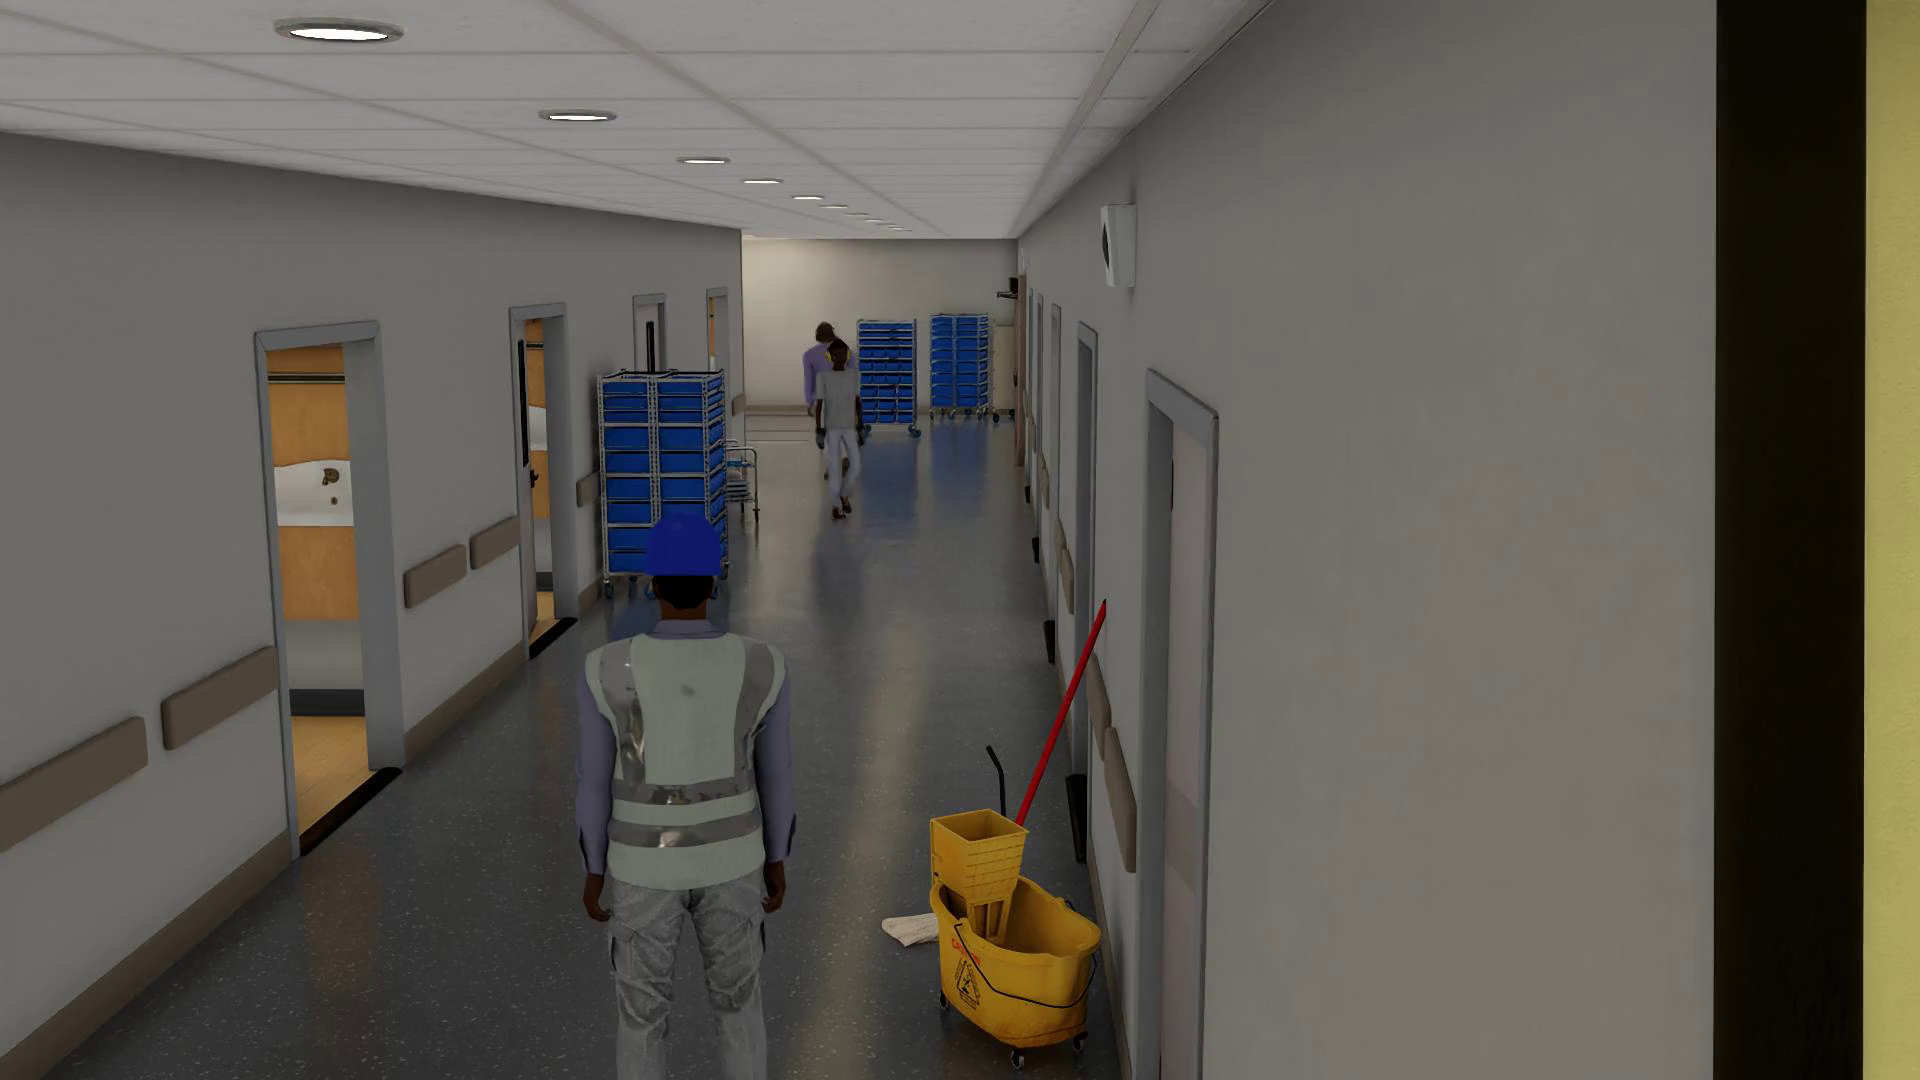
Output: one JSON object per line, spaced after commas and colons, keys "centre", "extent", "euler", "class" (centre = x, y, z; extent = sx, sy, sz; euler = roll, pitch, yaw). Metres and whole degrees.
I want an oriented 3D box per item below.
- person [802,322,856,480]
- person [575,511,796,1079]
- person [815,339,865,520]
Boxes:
{"centre": [-1.575, -1.667, 20.054], "extent": [0.638, 1.914, 0.481], "euler": [-4, 10, -21], "class": "person"}
{"centre": [-0.768, 0.885, 4.696], "extent": [0.611, 1.936, 0.409], "euler": [-3, 10, -16], "class": "person"}
{"centre": [-1.215, -1.125, 16.957], "extent": [0.547, 1.852, 0.402], "euler": [-4, 10, -24], "class": "person"}
